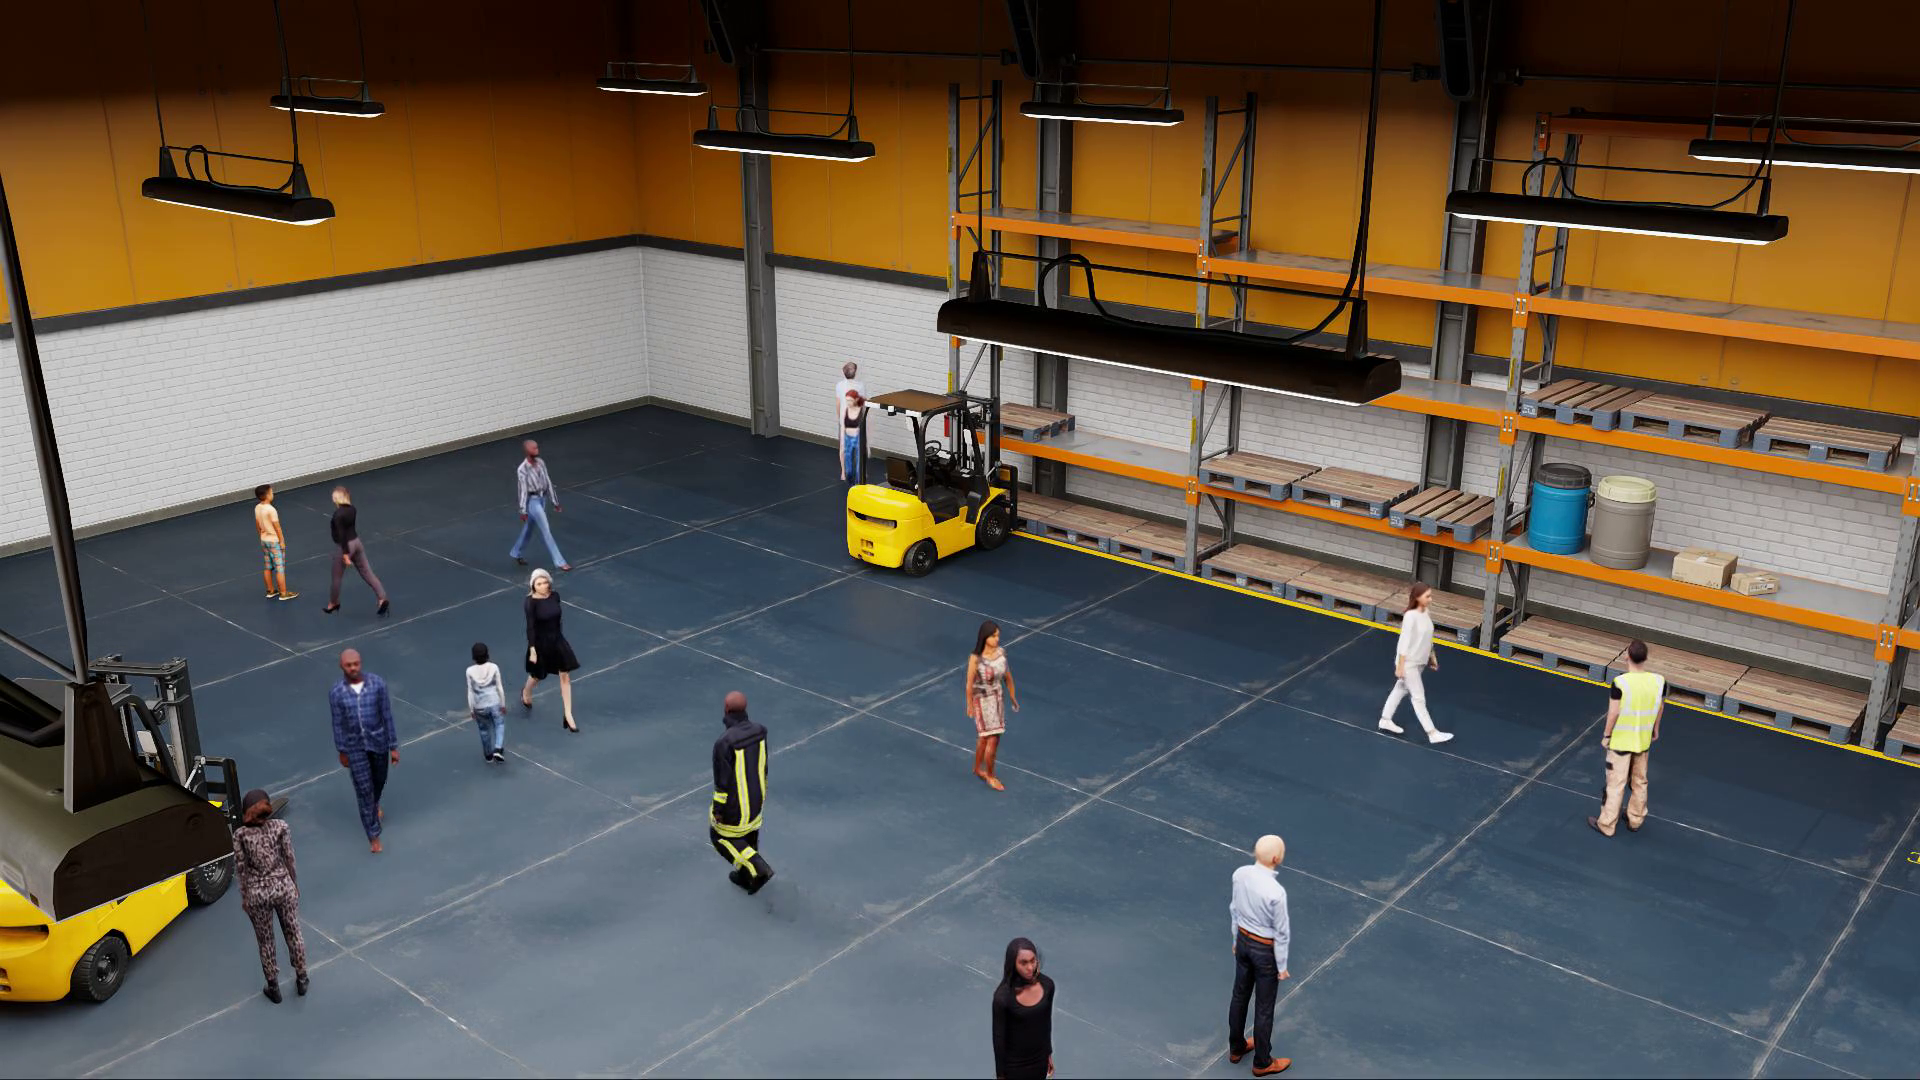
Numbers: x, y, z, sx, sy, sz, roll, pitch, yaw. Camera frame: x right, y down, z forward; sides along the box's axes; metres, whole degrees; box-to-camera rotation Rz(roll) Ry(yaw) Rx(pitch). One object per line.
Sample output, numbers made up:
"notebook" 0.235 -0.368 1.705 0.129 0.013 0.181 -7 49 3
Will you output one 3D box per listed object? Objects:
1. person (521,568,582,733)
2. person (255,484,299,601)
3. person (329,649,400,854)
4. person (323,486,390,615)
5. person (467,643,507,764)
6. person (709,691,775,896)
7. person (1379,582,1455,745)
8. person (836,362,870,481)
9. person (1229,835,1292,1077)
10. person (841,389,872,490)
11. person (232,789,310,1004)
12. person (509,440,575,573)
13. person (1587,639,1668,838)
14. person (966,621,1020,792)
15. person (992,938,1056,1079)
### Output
"person" -4.258 1.103 16.915 1.133 1.701 0.598 15 24 38
"person" -8.493 0.018 20.513 0.498 1.461 0.625 9 21 25
"person" -5.276 1.788 14.755 0.943 1.782 1.274 -10 21 -27
"person" -7.170 0.174 19.798 1.152 1.622 0.911 4 19 12
"person" -4.584 1.603 16.130 0.650 1.255 0.732 -6 19 -17
"person" -1.759 2.120 13.728 0.921 1.808 0.758 13 23 34
"person" 4.463 1.210 16.677 1.026 1.650 0.645 14 23 36
"person" -1.659 -1.816 25.378 0.680 1.832 0.799 3 19 9
"person" 2.082 2.861 11.557 0.746 1.790 0.565 -14 23 -36
"person" -1.506 -1.327 24.021 0.746 1.772 0.815 2 19 5
"person" -5.129 2.629 12.364 0.643 1.714 0.655 -11 21 -29
"person" -5.531 -0.413 21.372 1.307 1.730 0.950 6 20 18
"person" 5.937 1.751 14.767 0.847 1.845 0.897 -4 19 -11
"person" 0.212 1.520 15.799 0.656 1.624 0.753 -18 25 -42
"person" 0.390 3.276 10.432 0.662 1.720 0.601 -13 22 -33
